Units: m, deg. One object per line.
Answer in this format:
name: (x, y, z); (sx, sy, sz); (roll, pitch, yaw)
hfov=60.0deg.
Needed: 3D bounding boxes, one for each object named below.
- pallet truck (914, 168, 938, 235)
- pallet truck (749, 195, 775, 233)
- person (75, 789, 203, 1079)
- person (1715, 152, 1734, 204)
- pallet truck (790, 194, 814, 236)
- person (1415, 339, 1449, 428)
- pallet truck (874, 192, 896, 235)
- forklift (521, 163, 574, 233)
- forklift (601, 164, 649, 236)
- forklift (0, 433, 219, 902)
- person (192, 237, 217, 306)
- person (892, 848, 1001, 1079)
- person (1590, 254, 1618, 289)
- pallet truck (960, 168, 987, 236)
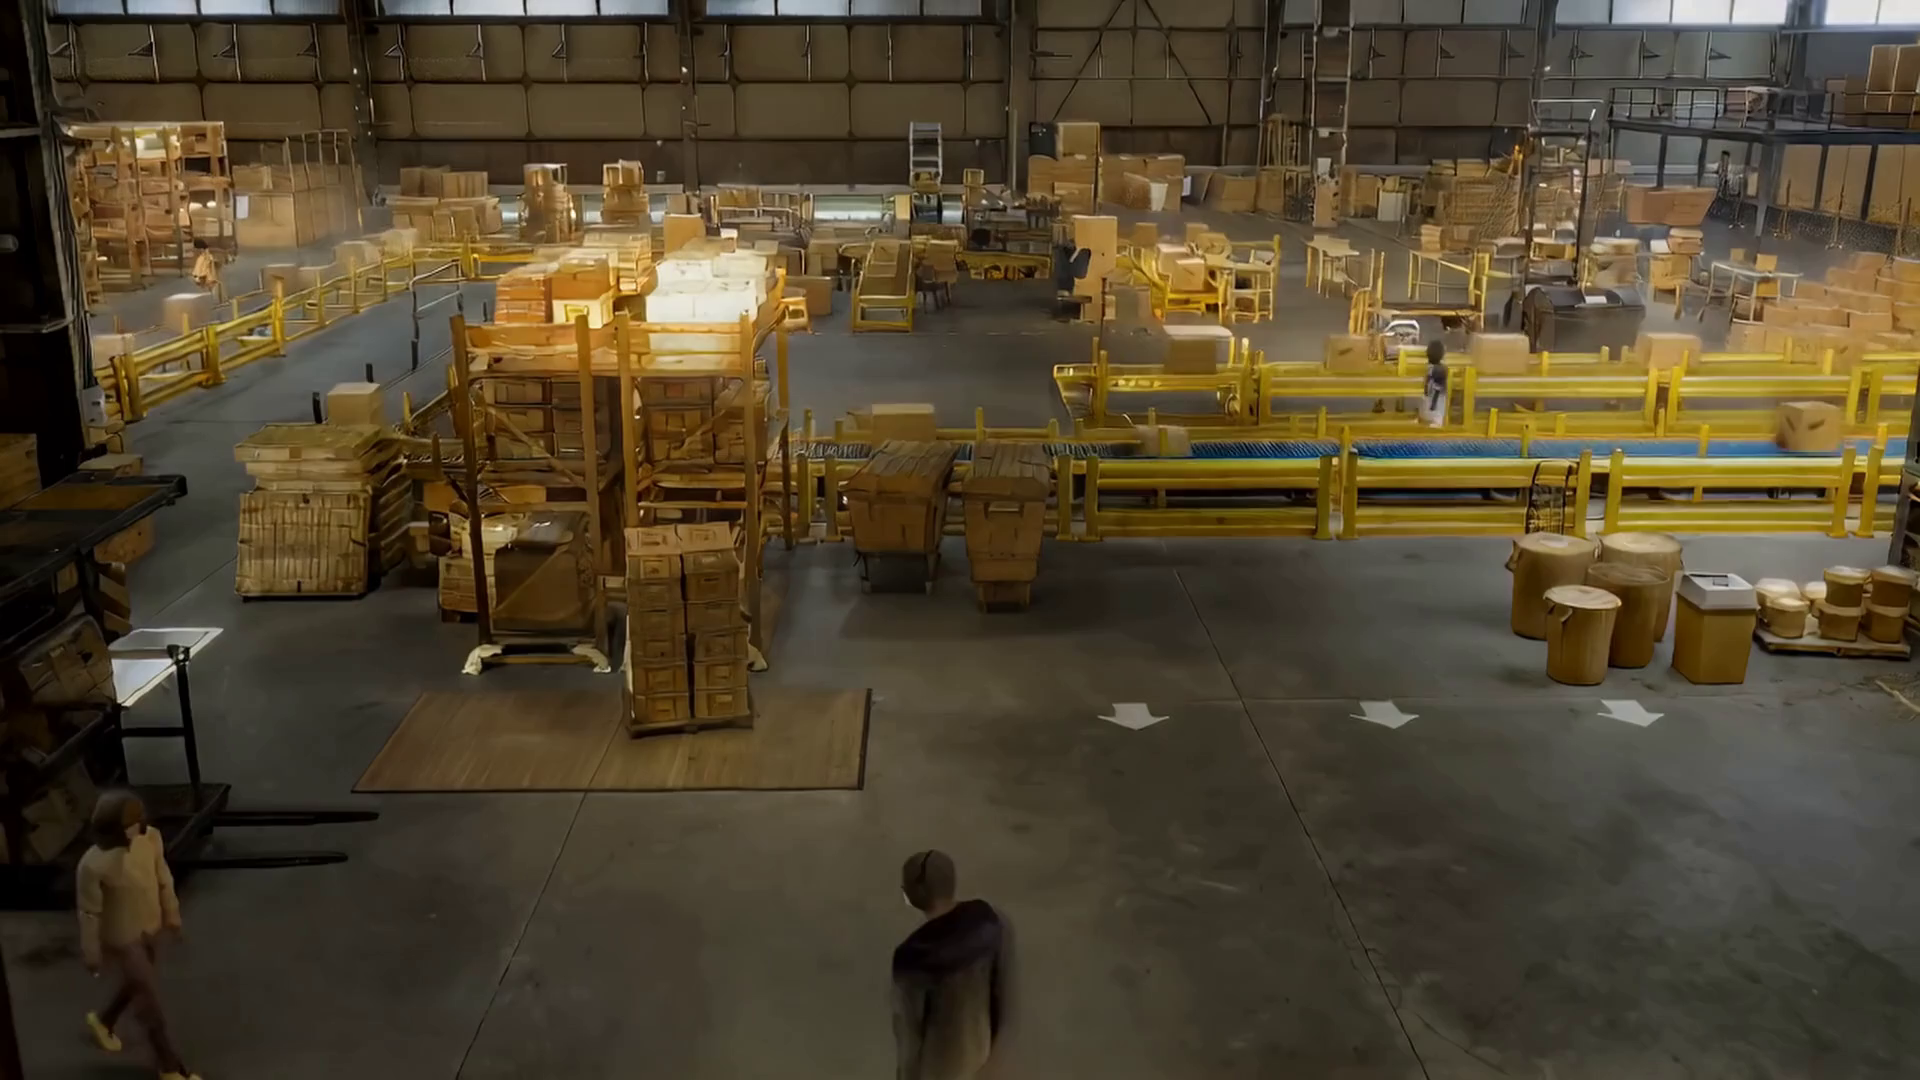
pallet truck: (-0.989, -10.316, 50.507); (0.823, 1.965, 1.885); (1, 16, 3)
pallet truck: (-6.051, -9.967, 50.660); (0.680, 1.201, 1.601); (0, 16, -1)
person: (-4.242, 1.987, 8.442); (0.762, 1.604, 0.501); (5, 17, 18)
person: (28.110, -13.332, 61.191); (0.579, 1.882, 0.342); (-1, 16, -2)
pallet truck: (-4.814, -9.883, 50.259); (0.704, 1.261, 1.522); (-1, 16, -3)
person: (6.009, -1.711, 21.136); (0.372, 1.681, 0.546); (1, 16, 4)
pallet truck: (-2.277, -9.986, 50.594); (0.653, 1.274, 1.630); (0, 16, -1)
forklift: (-12.233, -10.122, 49.298); (1.157, 1.987, 2.680); (0, 16, -1)
forklift: (-9.948, -10.127, 49.296); (1.157, 1.987, 2.680); (-1, 16, -3)
forklift: (-5.952, 0.780, 10.366); (1.873, 2.768, 1.129); (0, 16, -1)
person: (-14.478, -4.891, 31.942); (0.404, 1.833, 0.590); (-9, 19, -29)
person: (0.005, 2.222, 7.112); (0.890, 1.908, 0.642); (11, 20, 35)
person: (11.620, -4.281, 29.984); (0.568, 1.749, 0.525); (-11, 19, -33)
pallet truck: (0.383, -10.230, 50.206); (0.823, 1.965, 1.885); (-1, 16, -3)
